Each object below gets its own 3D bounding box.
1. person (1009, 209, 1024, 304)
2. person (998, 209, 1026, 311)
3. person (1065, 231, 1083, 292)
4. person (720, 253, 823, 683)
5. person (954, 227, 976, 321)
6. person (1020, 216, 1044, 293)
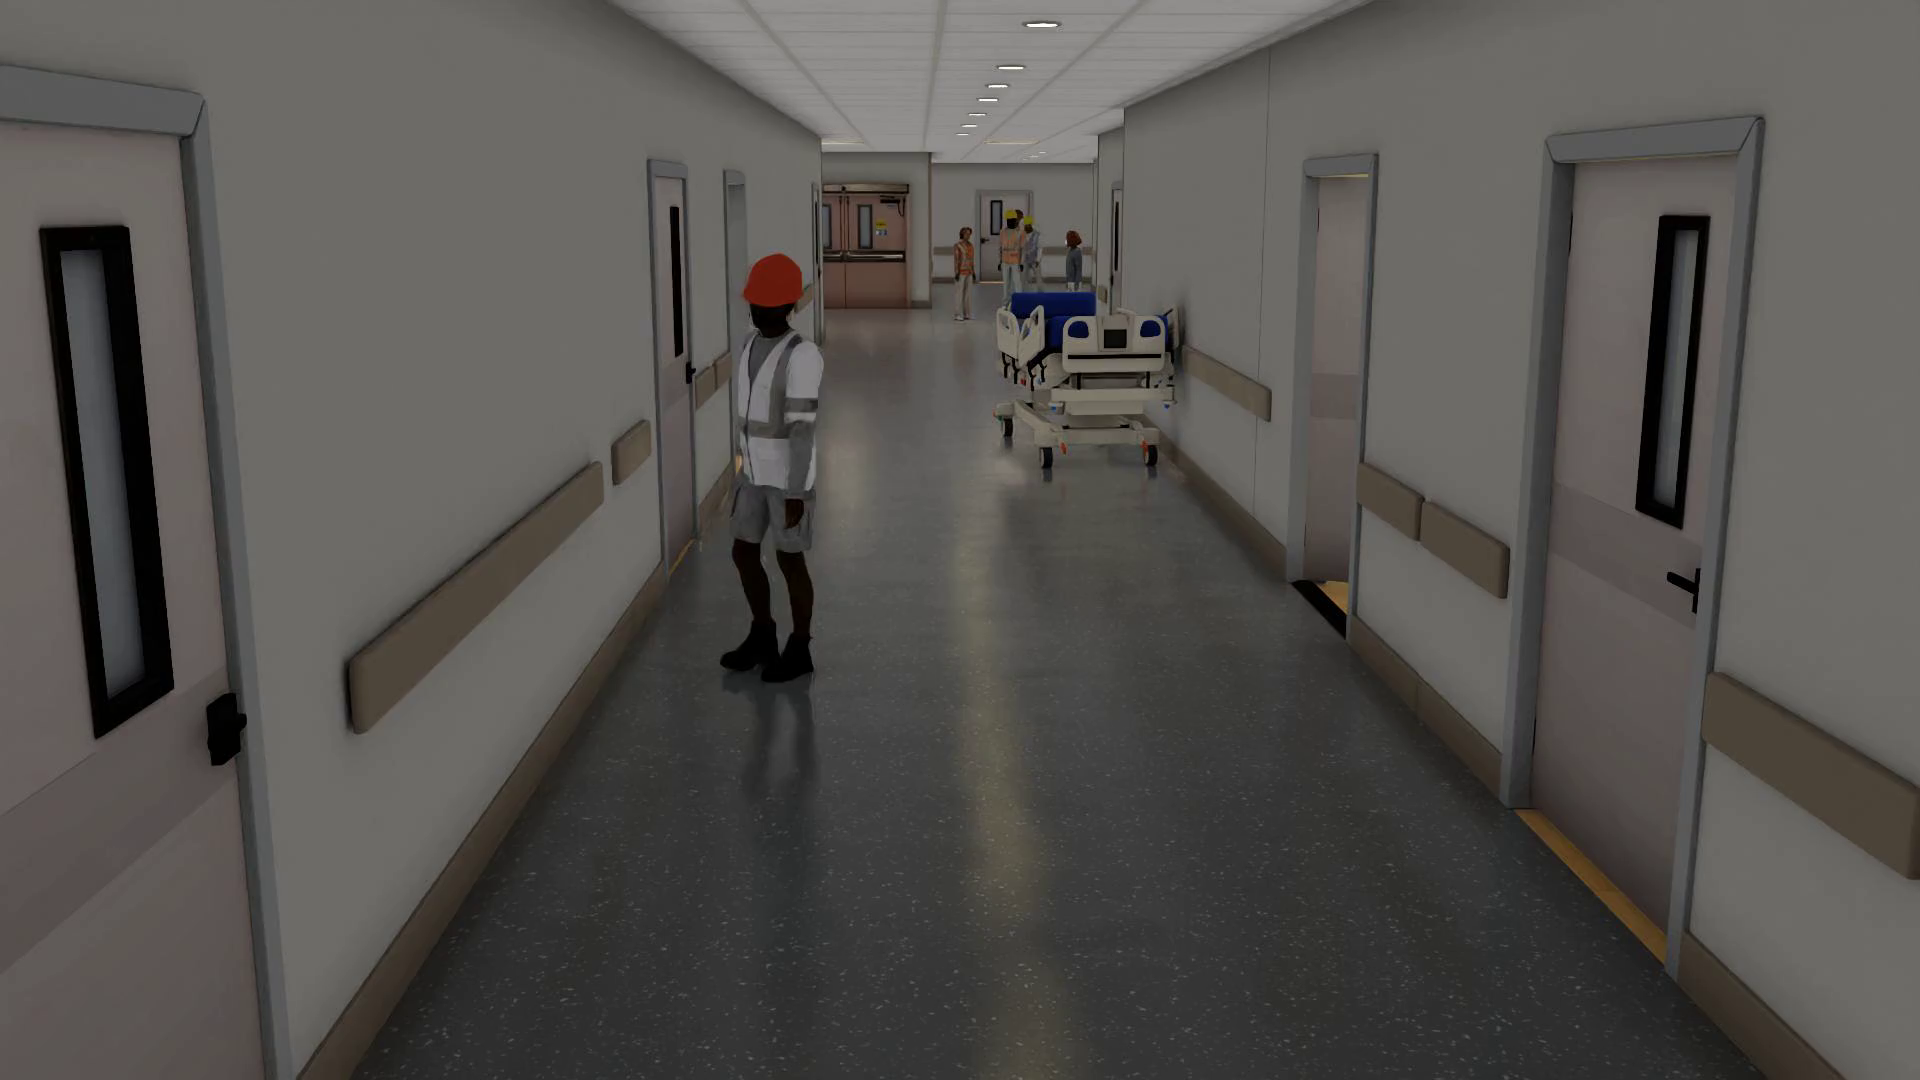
[{"bbox_3d":[1.085,-5.516,32.664,0.386,1.927,0.636,2,12,12],"label":"person"},{"bbox_3d":[0.976,-5.311,31.652,0.587,1.927,0.364,7,13,29],"label":"person"},{"bbox_3d":[1.790,-4.058,26.265,0.269,1.632,0.504,-3,12,-13],"label":"person"},{"bbox_3d":[-0.801,-0.290,7.255,0.453,1.902,0.591,-10,15,-41],"label":"person"},{"bbox_3d":[0.083,-4.697,29.369,0.310,1.638,0.523,10,15,40],"label":"person"},{"bbox_3d":[1.454,-5.769,34.260,0.588,1.777,0.981,6,13,29],"label":"person"}]
